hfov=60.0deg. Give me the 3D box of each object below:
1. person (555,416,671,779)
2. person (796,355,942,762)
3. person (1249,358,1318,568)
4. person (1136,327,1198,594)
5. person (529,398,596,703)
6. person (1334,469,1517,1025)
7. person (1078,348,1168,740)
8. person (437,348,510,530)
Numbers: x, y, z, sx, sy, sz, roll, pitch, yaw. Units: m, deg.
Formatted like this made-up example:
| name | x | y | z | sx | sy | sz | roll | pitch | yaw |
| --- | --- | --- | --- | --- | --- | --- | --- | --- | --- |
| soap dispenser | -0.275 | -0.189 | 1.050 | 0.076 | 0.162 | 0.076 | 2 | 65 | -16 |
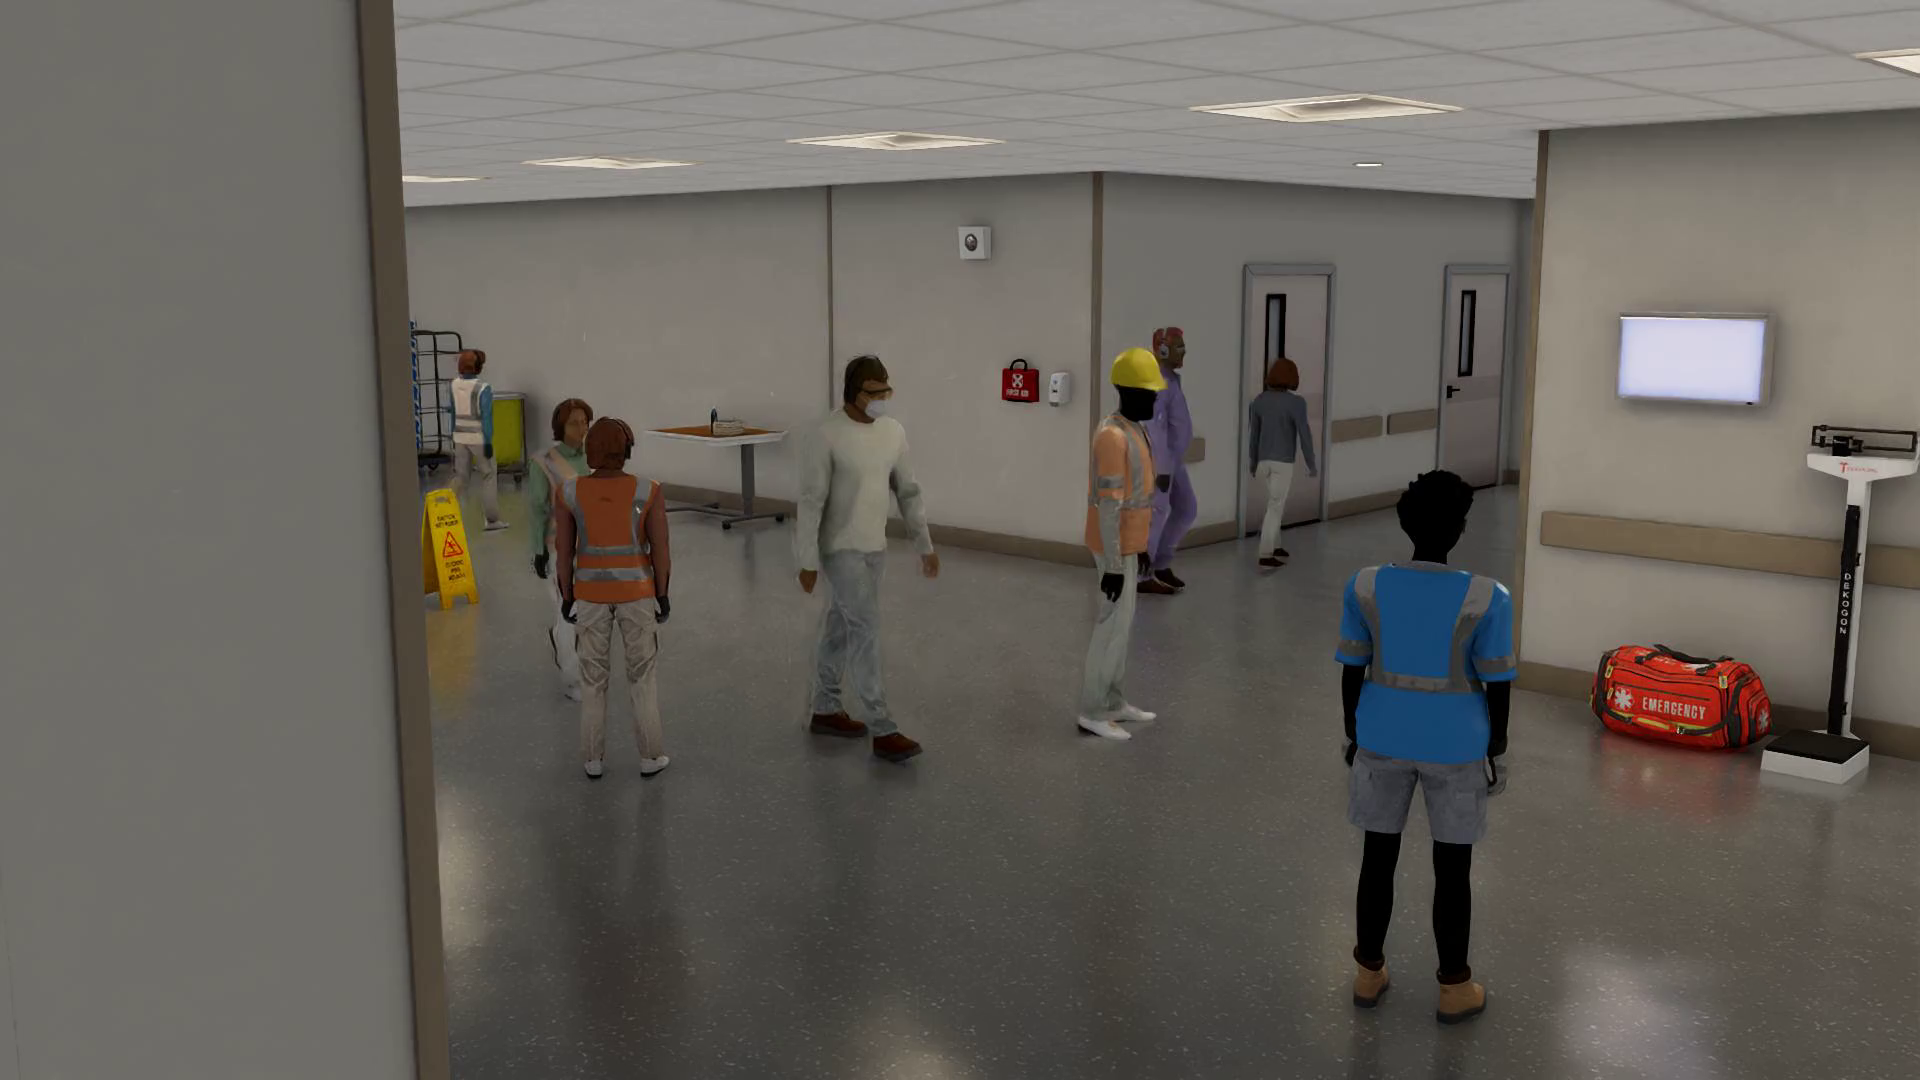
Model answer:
| name | x | y | z | sx | sy | sz | roll | pitch | yaw |
| --- | --- | --- | --- | --- | --- | --- | --- | --- | --- |
| person | -1.556 | 0.267 | 7.498 | 0.513 | 1.641 | 0.309 | -1 | 9 | -3 |
| person | -0.416 | 0.075 | 7.884 | 0.921 | 1.888 | 0.664 | 7 | 11 | 36 |
| person | 2.519 | -0.592 | 12.873 | 0.662 | 1.612 | 0.521 | -6 | 11 | -34 |
| person | 1.459 | -0.550 | 11.727 | 0.505 | 1.890 | 0.680 | 2 | 10 | 15 |
| person | -2.111 | 0.037 | 8.985 | 0.517 | 1.625 | 0.607 | -9 | 13 | -42 |
| person | 1.420 | 0.630 | 5.099 | 0.542 | 1.695 | 0.316 | 5 | 11 | 29 |
| person | 0.823 | 0.008 | 8.227 | 0.389 | 1.923 | 0.638 | 2 | 9 | 13 |
| person | -4.283 | -0.854 | 14.451 | 0.522 | 1.615 | 0.704 | 5 | 11 | 30 |
